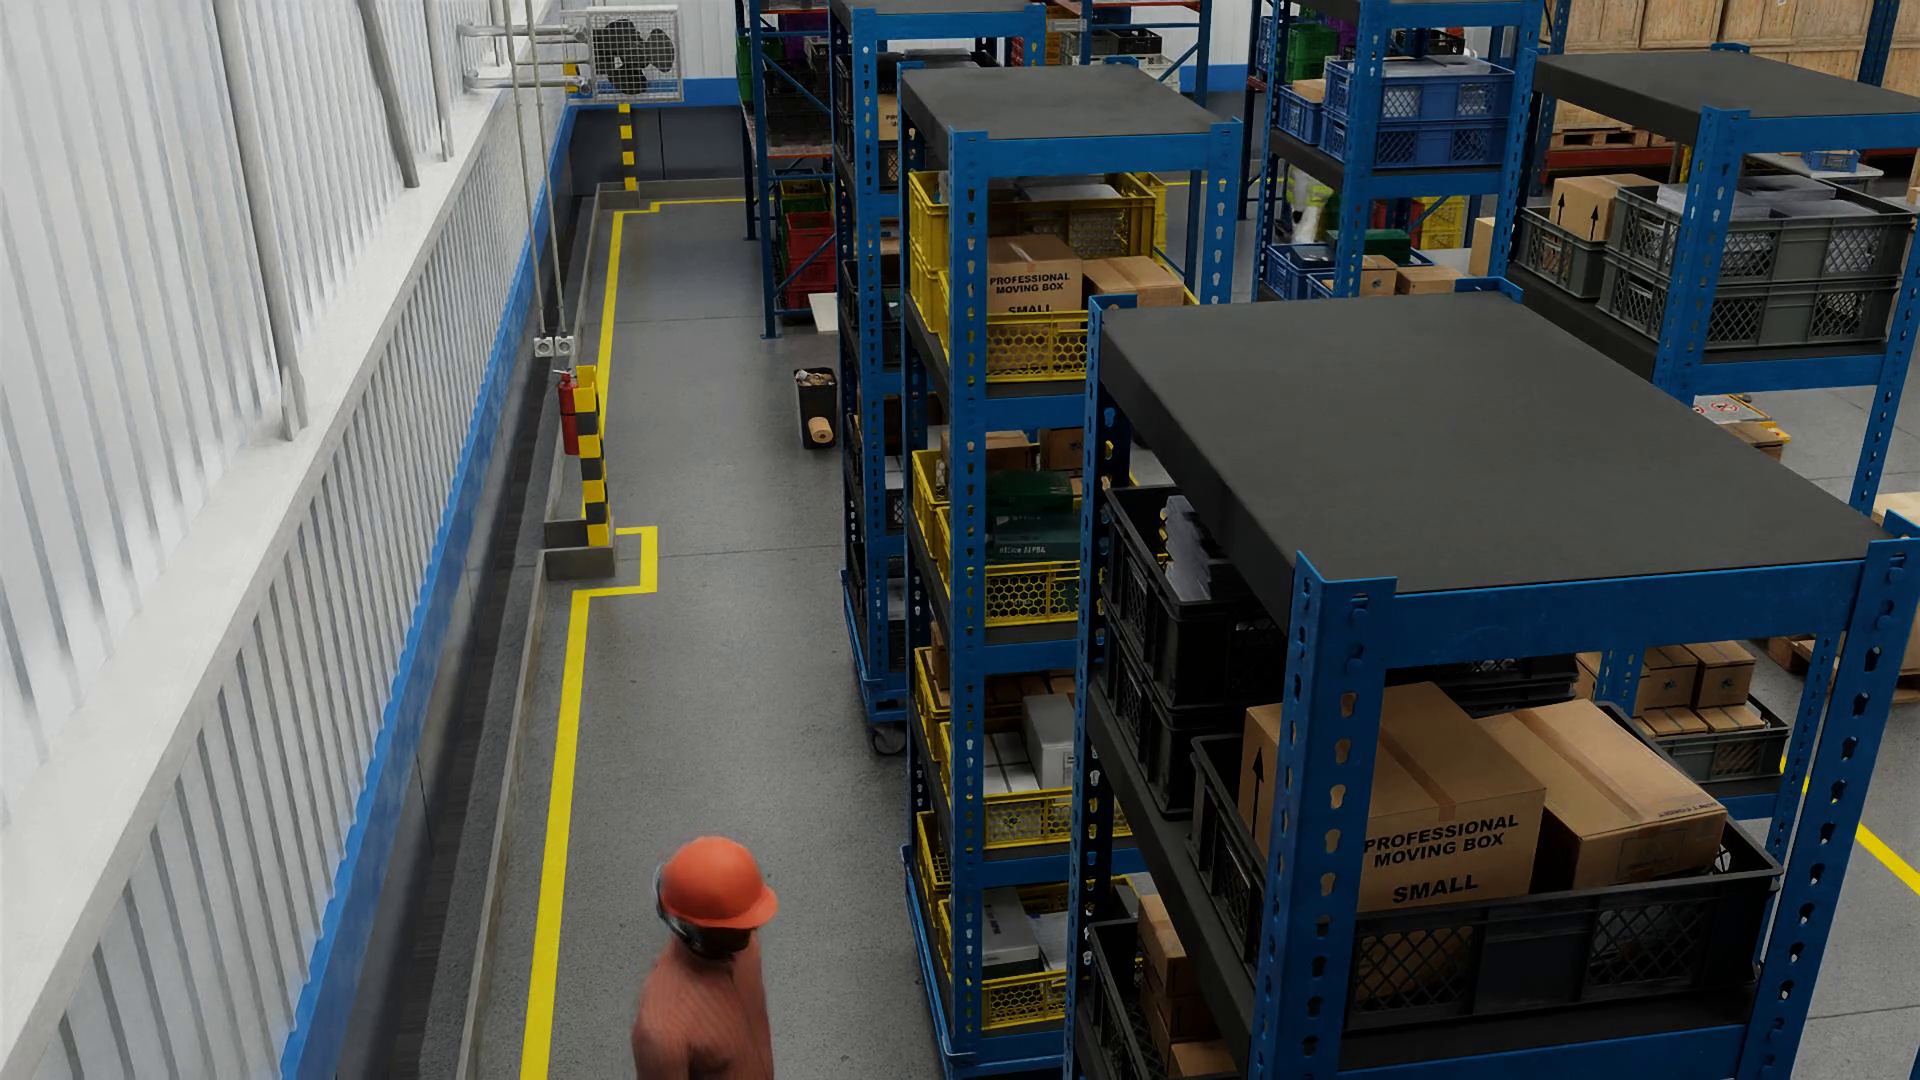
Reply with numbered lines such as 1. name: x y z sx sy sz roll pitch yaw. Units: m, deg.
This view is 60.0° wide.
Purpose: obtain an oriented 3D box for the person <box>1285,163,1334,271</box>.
1. person: 3.193 -3.092 15.131 0.430 1.835 0.673 10 27 21

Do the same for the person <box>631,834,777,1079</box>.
1. person: -0.670 1.656 4.633 0.401 1.989 0.630 5 25 11
